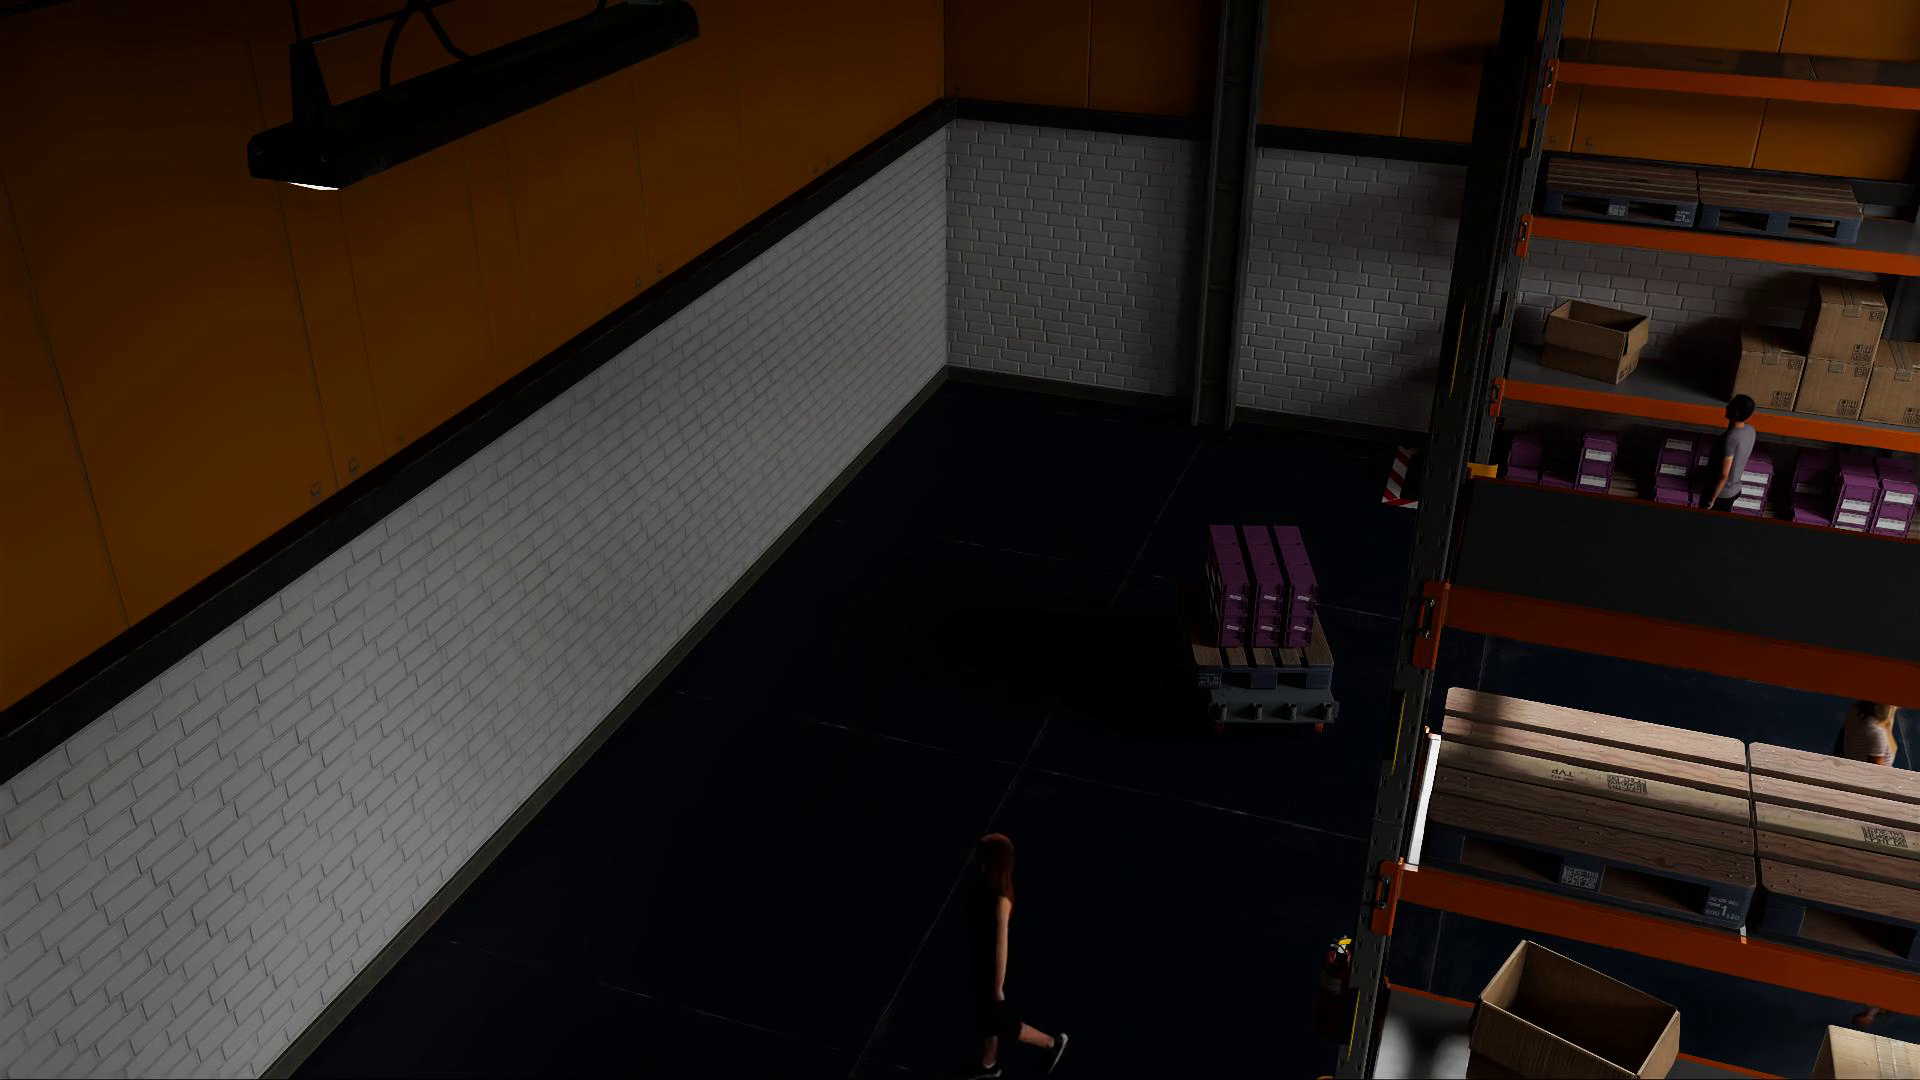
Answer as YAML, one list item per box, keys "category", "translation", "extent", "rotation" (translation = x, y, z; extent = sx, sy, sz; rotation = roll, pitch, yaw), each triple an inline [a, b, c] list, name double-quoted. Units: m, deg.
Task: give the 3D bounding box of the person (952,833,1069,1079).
- category: "person"
  translation: [0.262, 2.271, 8.968]
  extent: [0.957, 1.714, 0.809]
  rotation: [-4, 29, -8]

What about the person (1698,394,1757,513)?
- category: "person"
  translation: [6.327, -0.404, 13.829]
  extent: [0.673, 1.755, 0.695]
  rotation: [23, 36, 36]
